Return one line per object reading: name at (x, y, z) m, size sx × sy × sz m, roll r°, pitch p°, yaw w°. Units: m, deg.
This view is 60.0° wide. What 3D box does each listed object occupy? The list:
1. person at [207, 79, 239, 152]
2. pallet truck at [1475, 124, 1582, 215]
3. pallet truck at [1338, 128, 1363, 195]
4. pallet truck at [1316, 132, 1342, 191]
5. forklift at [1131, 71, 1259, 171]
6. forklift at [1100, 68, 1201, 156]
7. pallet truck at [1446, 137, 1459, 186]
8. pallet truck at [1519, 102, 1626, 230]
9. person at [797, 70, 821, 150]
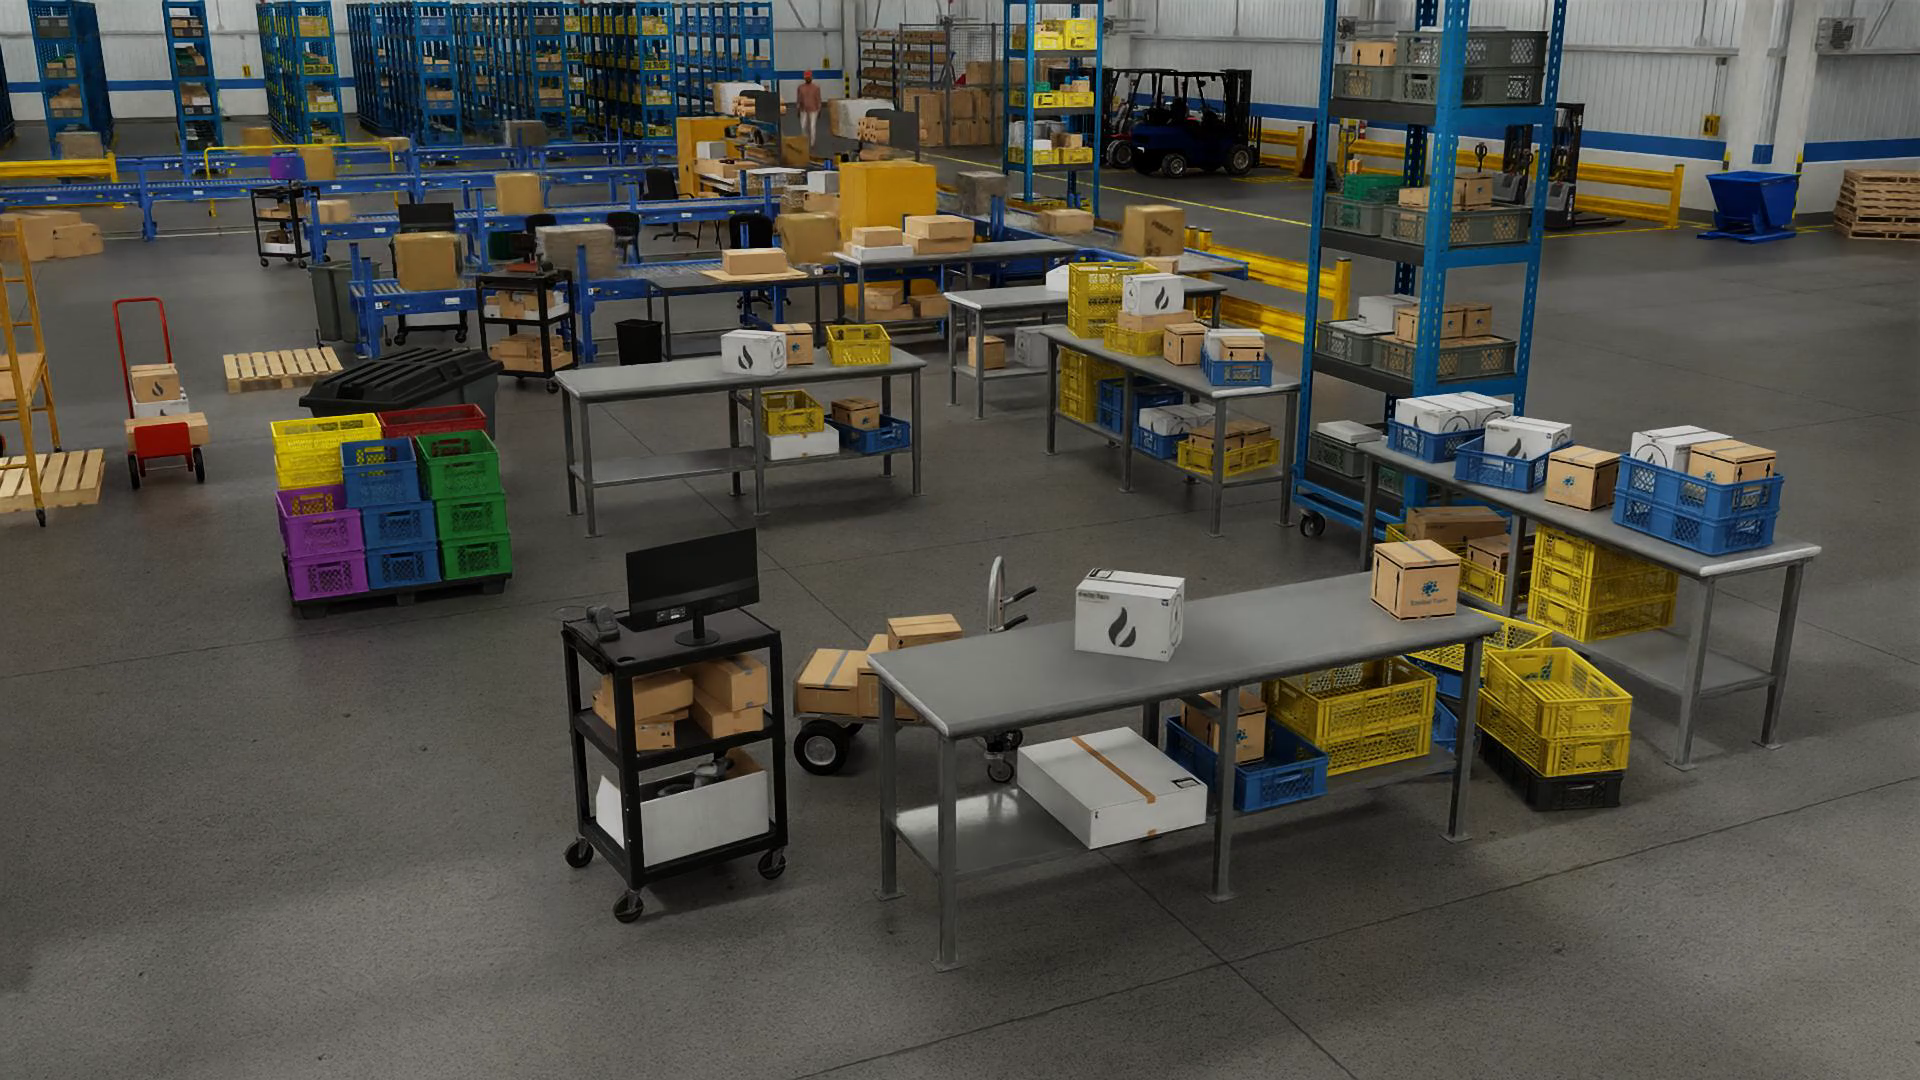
person at (-18.490, -10.569, 41.414) m, size 0.941 × 1.787 × 0.598 m, roll 0°, pitch 18°, yaw 0°
pallet truck at (9.707, -6.455, 28.103) m, size 1.885 × 1.965 × 0.823 m, roll -7°, pitch 19°, yaw -20°
pallet truck at (7.845, -7.140, 31.411) m, size 1.522 × 1.261 × 0.704 m, roll -9°, pitch 20°, yaw -25°
pallet truck at (7.723, -7.504, 32.656) m, size 1.601 × 1.201 × 0.680 m, roll -8°, pitch 19°, yaw -23°
forklift at (4.998, -8.936, 35.413) m, size 2.680 × 1.987 × 1.157 m, roll -9°, pitch 20°, yaw -25°
forklift at (4.082, -9.564, 37.410) m, size 2.680 × 1.987 × 1.157 m, roll -8°, pitch 19°, yaw -23°
pallet truck at (9.184, -6.485, 29.328) m, size 1.630 × 1.274 × 0.653 m, roll -8°, pitch 19°, yaw -23°
pallet truck at (9.972, -6.037, 26.785) m, size 1.885 × 1.965 × 0.823 m, roll -9°, pitch 20°, yaw -25°
person at (-3.810, -10.781, 41.755) m, size 0.646 × 1.975 × 0.672 m, roll 2°, pitch 18°, yaw 6°
